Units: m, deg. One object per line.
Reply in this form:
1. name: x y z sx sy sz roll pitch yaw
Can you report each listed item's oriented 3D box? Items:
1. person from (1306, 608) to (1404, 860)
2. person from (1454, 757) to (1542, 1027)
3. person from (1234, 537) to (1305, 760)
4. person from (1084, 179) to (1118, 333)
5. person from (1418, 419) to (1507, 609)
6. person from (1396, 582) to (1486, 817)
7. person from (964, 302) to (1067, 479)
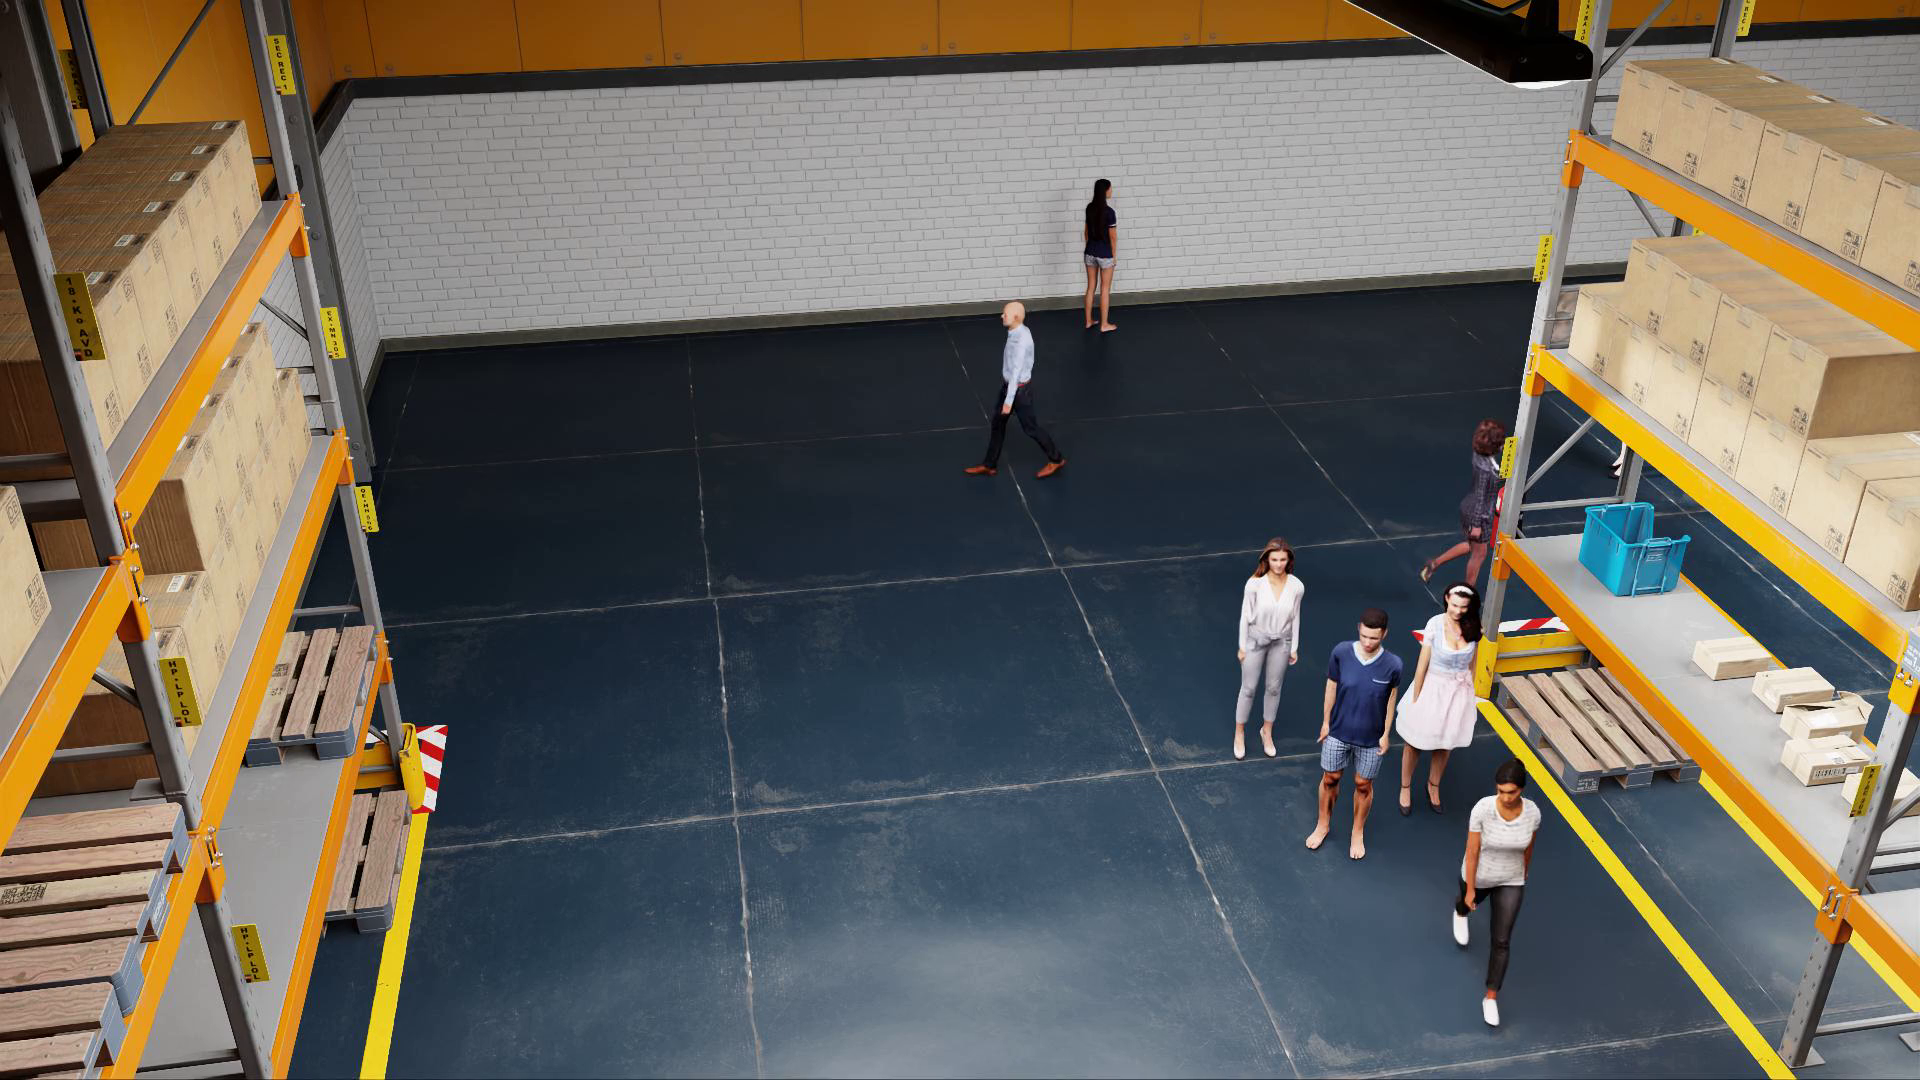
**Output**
1. person: 2.571 1.223 10.799 0.709 1.843 0.728 11 30 19
2. person: 3.093 1.927 9.767 0.805 1.596 1.226 3 29 5
3. person: 2.159 0.763 11.722 0.603 1.767 0.561 -1 29 -2
4. person: 1.601 -3.270 19.118 0.648 1.766 0.727 23 36 35
5. person: 4.131 -0.197 13.566 0.861 1.686 0.863 7 29 13
6. person: 3.218 1.064 11.123 0.722 1.813 0.744 -2 29 -3
7. person: 0.624 -1.364 15.627 0.722 1.762 1.130 -4 29 -7
